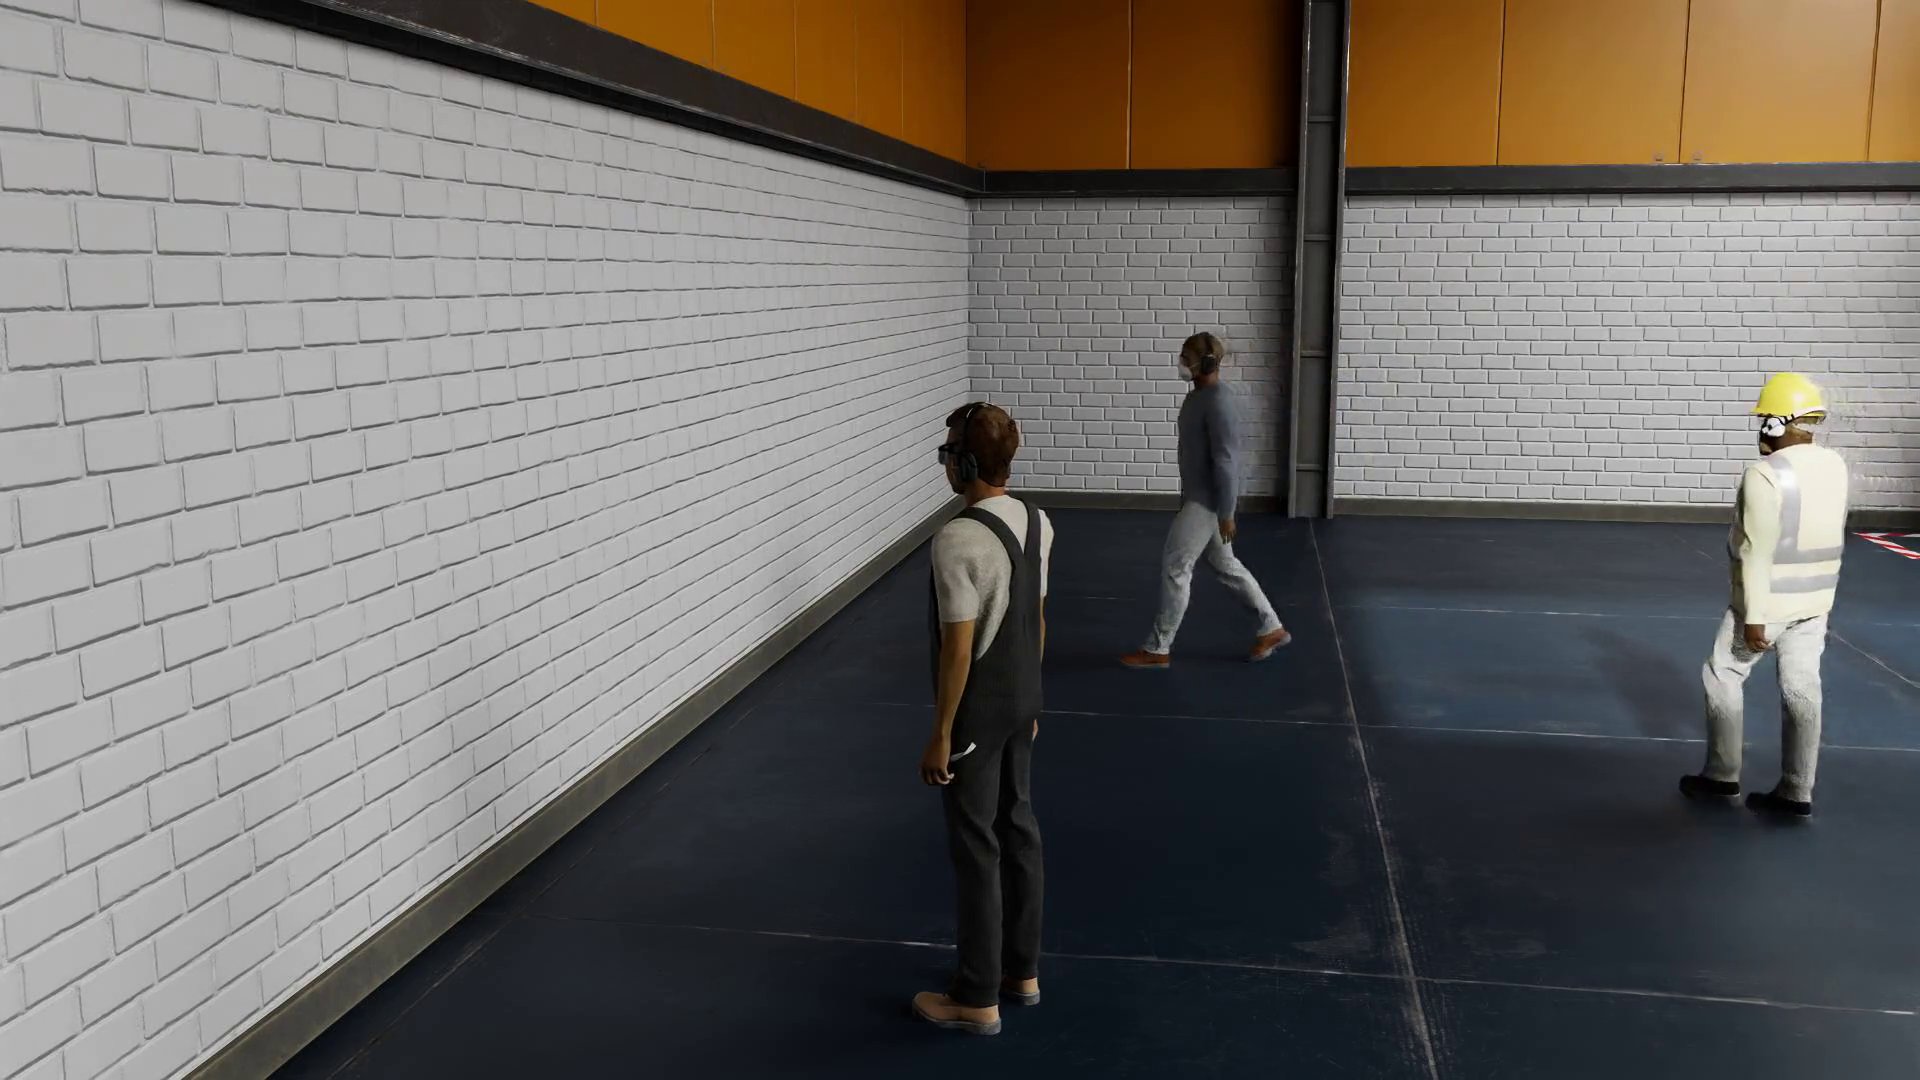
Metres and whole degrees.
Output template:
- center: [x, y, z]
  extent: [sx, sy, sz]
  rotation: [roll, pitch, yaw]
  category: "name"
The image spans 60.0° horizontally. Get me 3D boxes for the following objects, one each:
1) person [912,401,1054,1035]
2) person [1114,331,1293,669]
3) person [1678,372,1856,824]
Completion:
- center: [0.068, 0.517, 4.881]
  extent: [0.336, 1.845, 0.514]
  rotation: [6, 11, 34]
  category: "person"
- center: [1.412, -0.215, 9.282]
  extent: [1.007, 1.902, 0.638]
  rotation: [0, 9, -3]
  category: "person"
- center: [3.286, 0.221, 6.808]
  extent: [0.616, 1.810, 0.657]
  rotation: [-4, 10, -22]
  category: "person"
